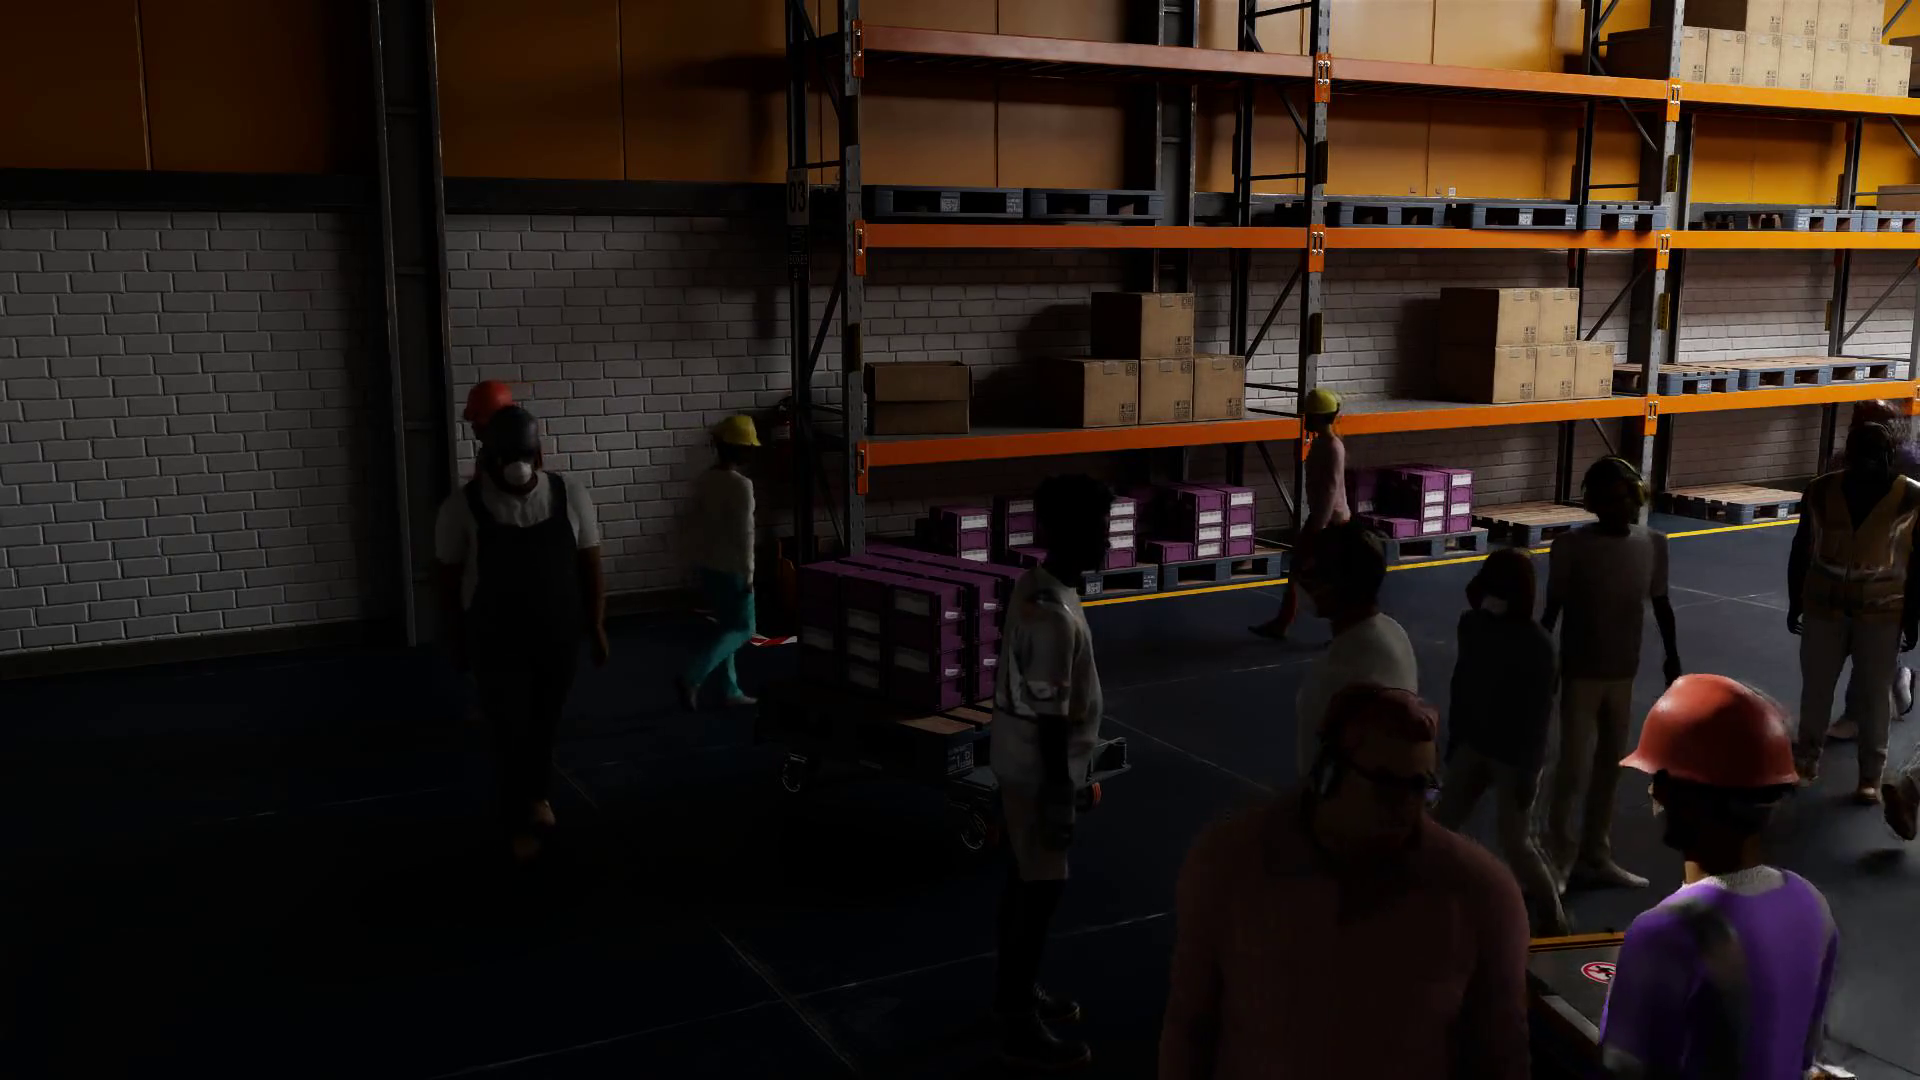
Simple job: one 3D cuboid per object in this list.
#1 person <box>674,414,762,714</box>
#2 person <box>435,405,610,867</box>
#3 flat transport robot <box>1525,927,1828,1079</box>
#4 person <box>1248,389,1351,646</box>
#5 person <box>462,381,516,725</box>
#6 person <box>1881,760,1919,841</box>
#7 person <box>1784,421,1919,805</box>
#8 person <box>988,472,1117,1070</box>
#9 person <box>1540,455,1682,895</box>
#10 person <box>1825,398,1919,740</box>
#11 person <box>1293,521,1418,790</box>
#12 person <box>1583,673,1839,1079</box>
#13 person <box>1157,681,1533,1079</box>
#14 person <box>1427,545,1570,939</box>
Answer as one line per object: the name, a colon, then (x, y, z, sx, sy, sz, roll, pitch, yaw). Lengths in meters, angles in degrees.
person: (-1.375, 0.160, 9.402, 0.574, 1.746, 0.539, -8, 13, -39)
person: (-1.892, 0.369, 7.320, 0.690, 2.000, 0.997, -6, 11, -29)
flat transport robot: (2.218, 1.587, 5.399, 0.652, 0.197, 1.431, -2, 10, -10)
person: (2.342, -0.134, 11.097, 0.840, 1.729, 0.546, -1, 10, -4)
person: (-2.539, 0.101, 9.102, 0.479, 1.955, 0.631, -7, 12, -37)
person: (4.522, 0.483, 7.221, 0.821, 1.854, 0.589, -2, 10, -9)
person: (4.323, 0.343, 8.041, 0.627, 1.844, 0.429, 8, 13, 38)
person: (0.297, 0.741, 5.455, 0.410, 1.953, 0.610, 0, 10, 0)
person: (2.650, 0.567, 6.764, 0.663, 1.849, 0.369, -2, 10, -9)
person: (5.071, 0.140, 9.158, 0.813, 1.871, 0.677, -4, 11, -23)
person: (1.183, 0.894, 4.700, 0.883, 1.908, 0.637, 4, 11, 22)
person: (1.302, 1.186, 2.976, 0.560, 1.912, 0.799, -8, 13, -38)
person: (0.689, 1.185, 3.038, 0.677, 1.883, 0.471, 2, 10, 12)
person: (1.952, 0.799, 6.157, 0.706, 1.595, 0.544, -4, 11, -22)
